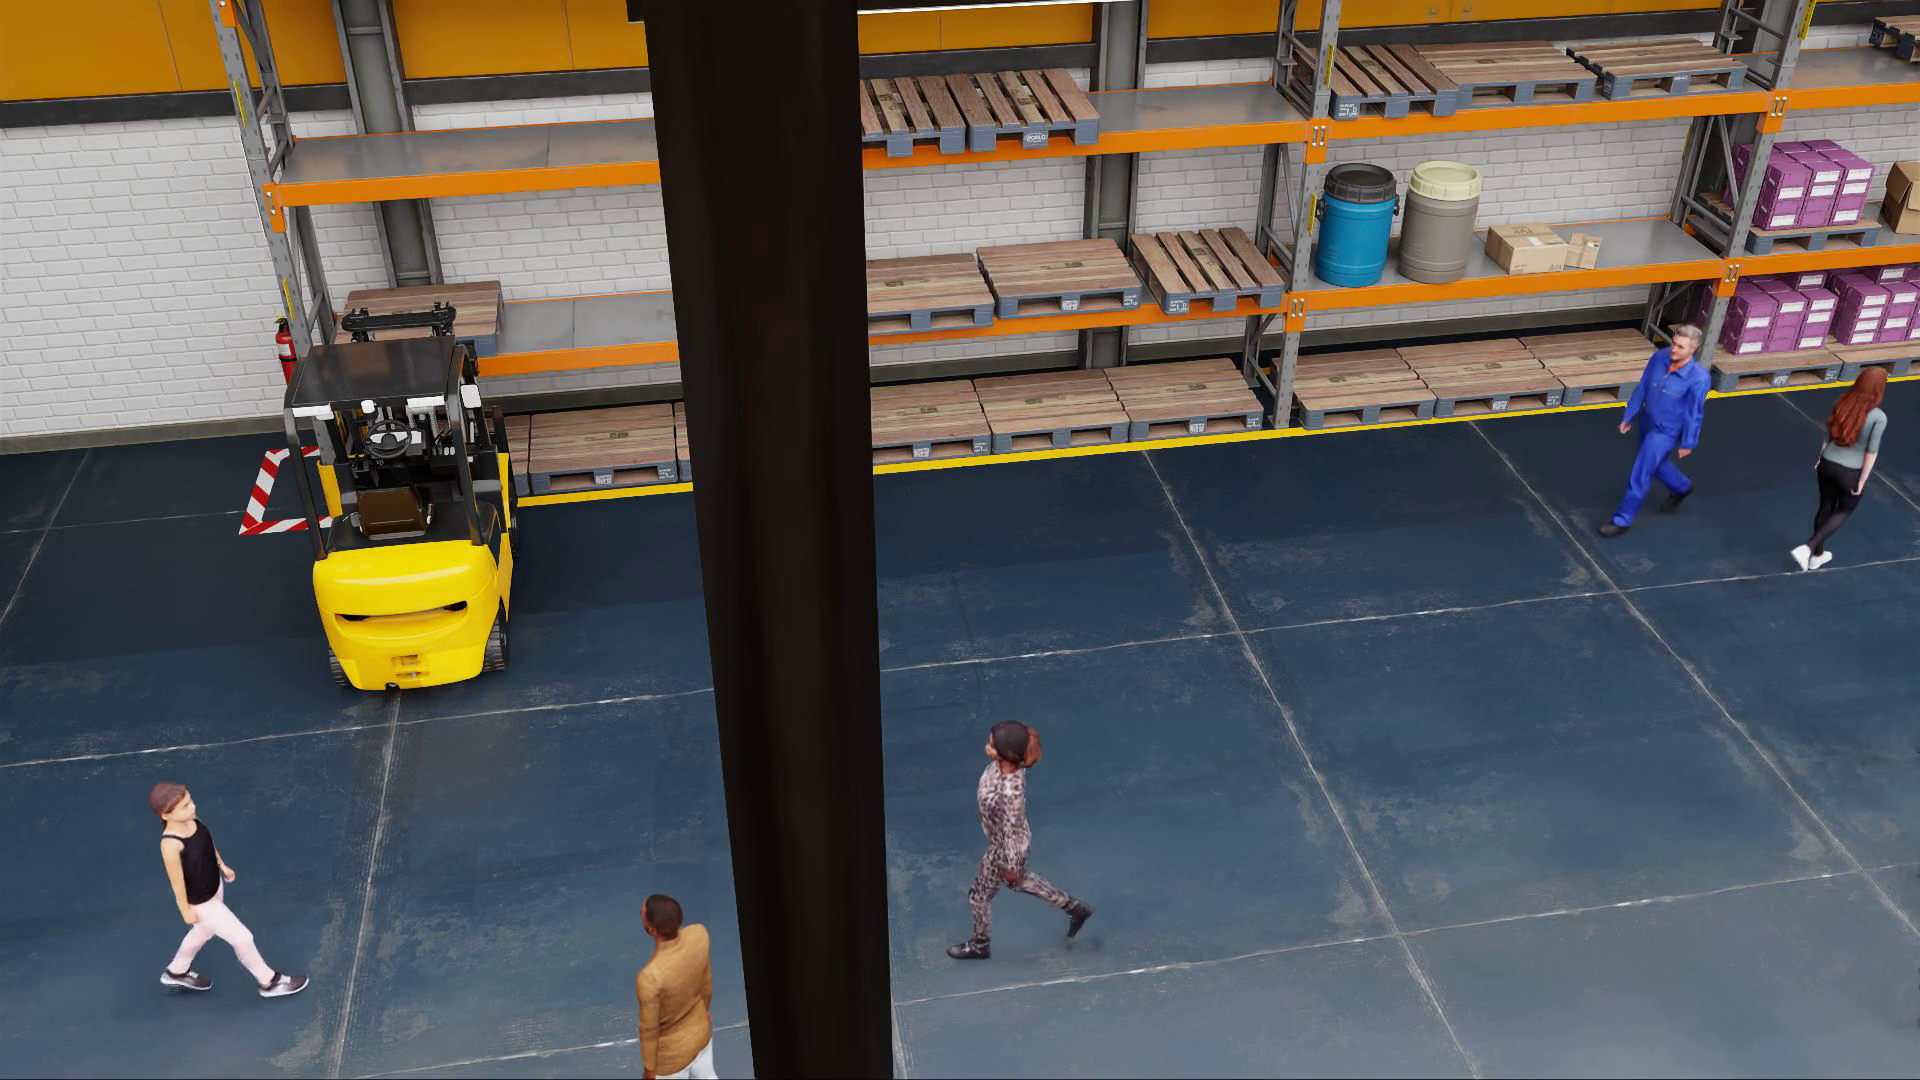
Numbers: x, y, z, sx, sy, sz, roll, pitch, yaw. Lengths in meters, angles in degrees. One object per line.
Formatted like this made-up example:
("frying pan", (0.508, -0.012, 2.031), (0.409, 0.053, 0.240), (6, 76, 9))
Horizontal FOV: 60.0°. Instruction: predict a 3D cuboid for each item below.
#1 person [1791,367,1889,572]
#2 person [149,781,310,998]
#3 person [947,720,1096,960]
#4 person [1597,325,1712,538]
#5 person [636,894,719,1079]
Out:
("person", (6.517, -0.480, 12.378), (0.947, 1.730, 0.783), (-21, 39, -28))
("person", (-4.146, 1.914, 8.957), (1.027, 1.529, 0.561), (-3, 34, -5))
("person", (0.346, 1.682, 9.163), (1.109, 1.689, 0.701), (0, 34, 0))
("person", (5.513, -0.867, 12.908), (1.214, 1.789, 0.842), (-9, 35, -14))
("person", (-1.338, 2.389, 7.984), (0.752, 1.817, 0.705), (18, 38, 25))
